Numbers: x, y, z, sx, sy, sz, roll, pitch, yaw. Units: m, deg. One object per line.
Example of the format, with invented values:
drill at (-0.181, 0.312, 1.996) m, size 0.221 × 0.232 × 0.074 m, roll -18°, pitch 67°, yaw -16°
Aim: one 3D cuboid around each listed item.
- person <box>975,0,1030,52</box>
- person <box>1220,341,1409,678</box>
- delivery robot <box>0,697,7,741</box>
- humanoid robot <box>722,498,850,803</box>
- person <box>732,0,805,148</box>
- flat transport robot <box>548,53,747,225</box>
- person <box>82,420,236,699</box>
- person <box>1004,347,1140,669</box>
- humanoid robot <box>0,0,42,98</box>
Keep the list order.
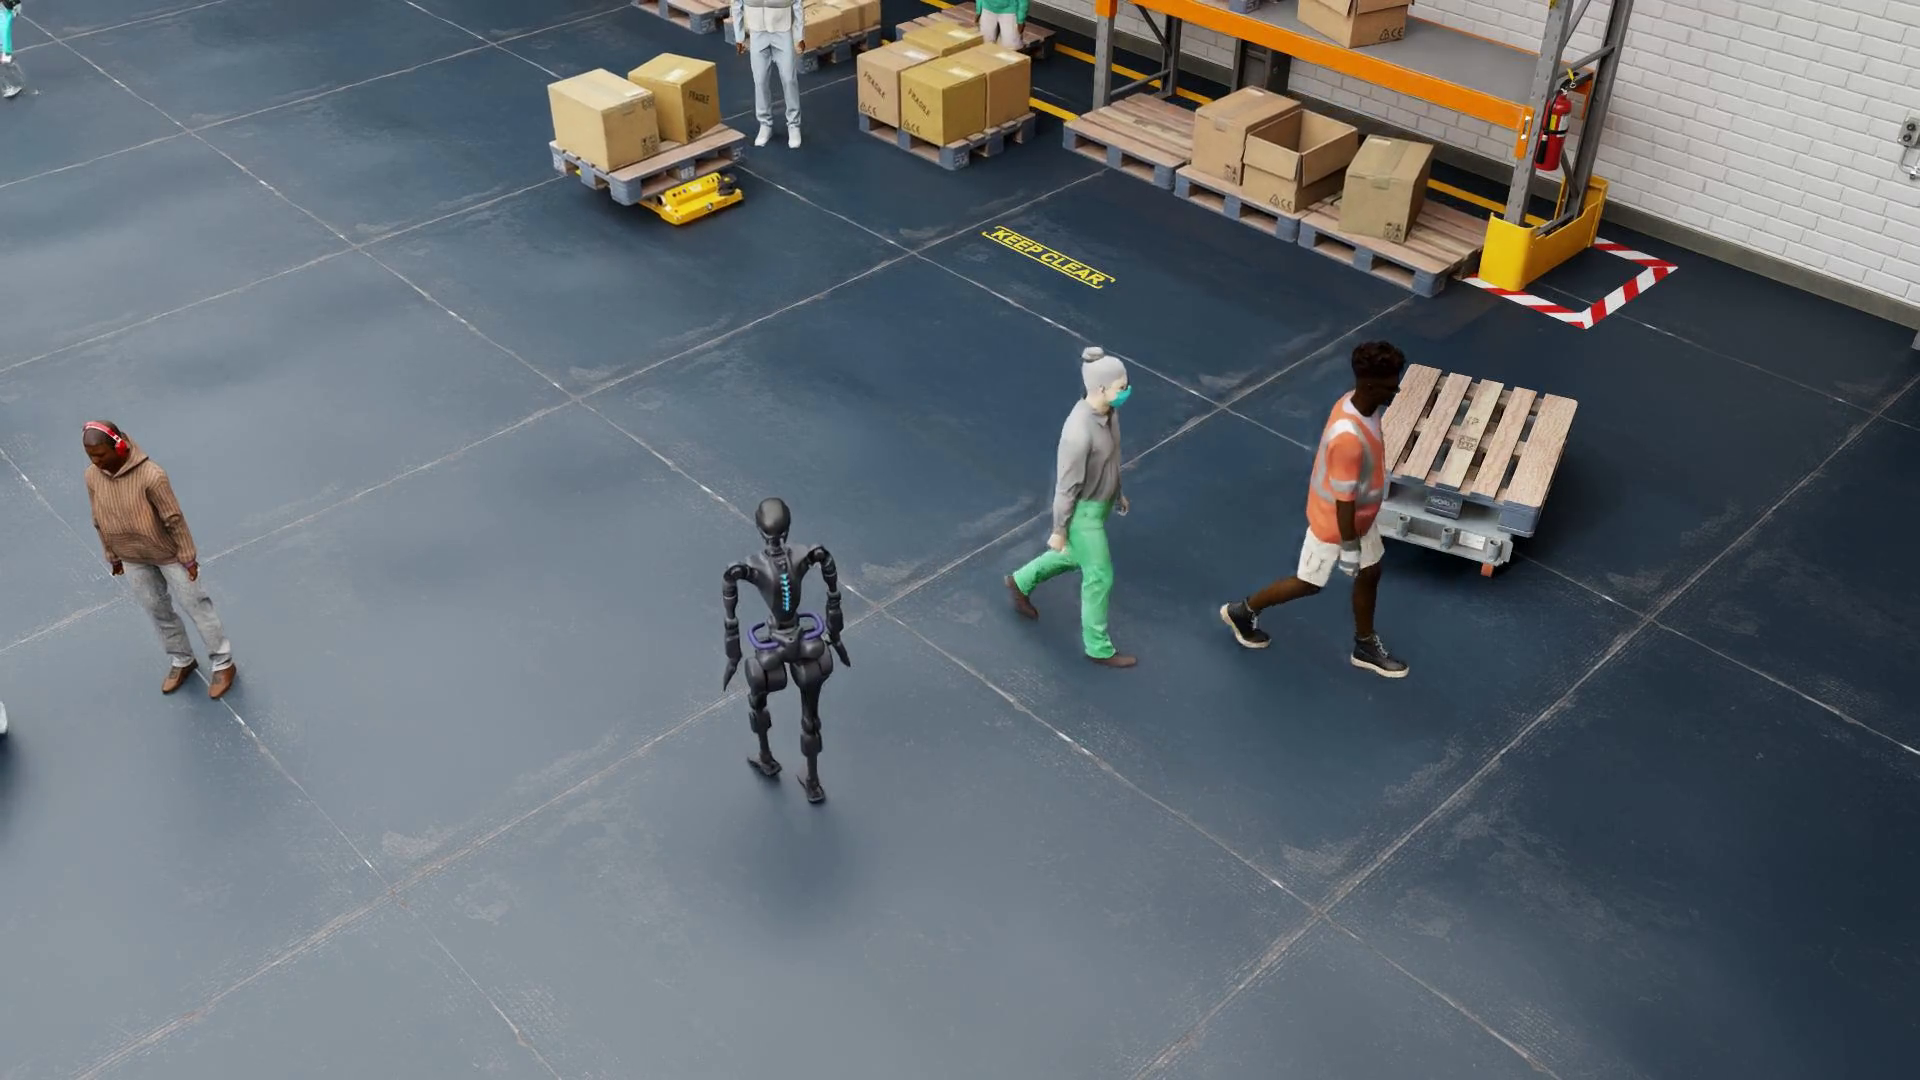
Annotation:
person at (0.374, -4.544, 14.247) m, size 0.505 × 1.842 × 0.396 m, roll 20°, pitch 41°, yaw 24°
person at (1.880, -0.153, 8.364) m, size 0.954 × 1.932 × 0.610 m, roll 17°, pitch 40°, yaw 21°
delivery robot at (-4.976, 0.949, 8.033) m, size 0.499 × 0.587 × 0.788 m, roll -11°, pitch 39°, yaw -15°
humanoid robot at (-0.814, 0.499, 7.708) m, size 0.606 × 1.643 × 0.468 m, roll -13°, pitch 39°, yaw -17°
person at (-1.571, -4.192, 13.728) m, size 0.595 × 1.908 × 0.408 m, roll 1°, pitch 37°, yaw 2°
flat transport robot at (-2.470, -2.936, 13.420) m, size 1.431 × 0.231 × 0.659 m, roll 31°, pitch 47°, yaw 34°
person at (-4.016, 0.079, 8.288) m, size 0.474 × 1.641 × 0.339 m, roll 3°, pitch 37°, yaw 4°
person at (0.588, -0.200, 8.516) m, size 0.784 × 1.819 × 0.512 m, roll 11°, pitch 38°, yaw 14°
humanoid robot at (-8.521, -4.645, 14.473) m, size 0.542 × 1.814 × 0.694 m, roll 2°, pitch 37°, yaw 2°
